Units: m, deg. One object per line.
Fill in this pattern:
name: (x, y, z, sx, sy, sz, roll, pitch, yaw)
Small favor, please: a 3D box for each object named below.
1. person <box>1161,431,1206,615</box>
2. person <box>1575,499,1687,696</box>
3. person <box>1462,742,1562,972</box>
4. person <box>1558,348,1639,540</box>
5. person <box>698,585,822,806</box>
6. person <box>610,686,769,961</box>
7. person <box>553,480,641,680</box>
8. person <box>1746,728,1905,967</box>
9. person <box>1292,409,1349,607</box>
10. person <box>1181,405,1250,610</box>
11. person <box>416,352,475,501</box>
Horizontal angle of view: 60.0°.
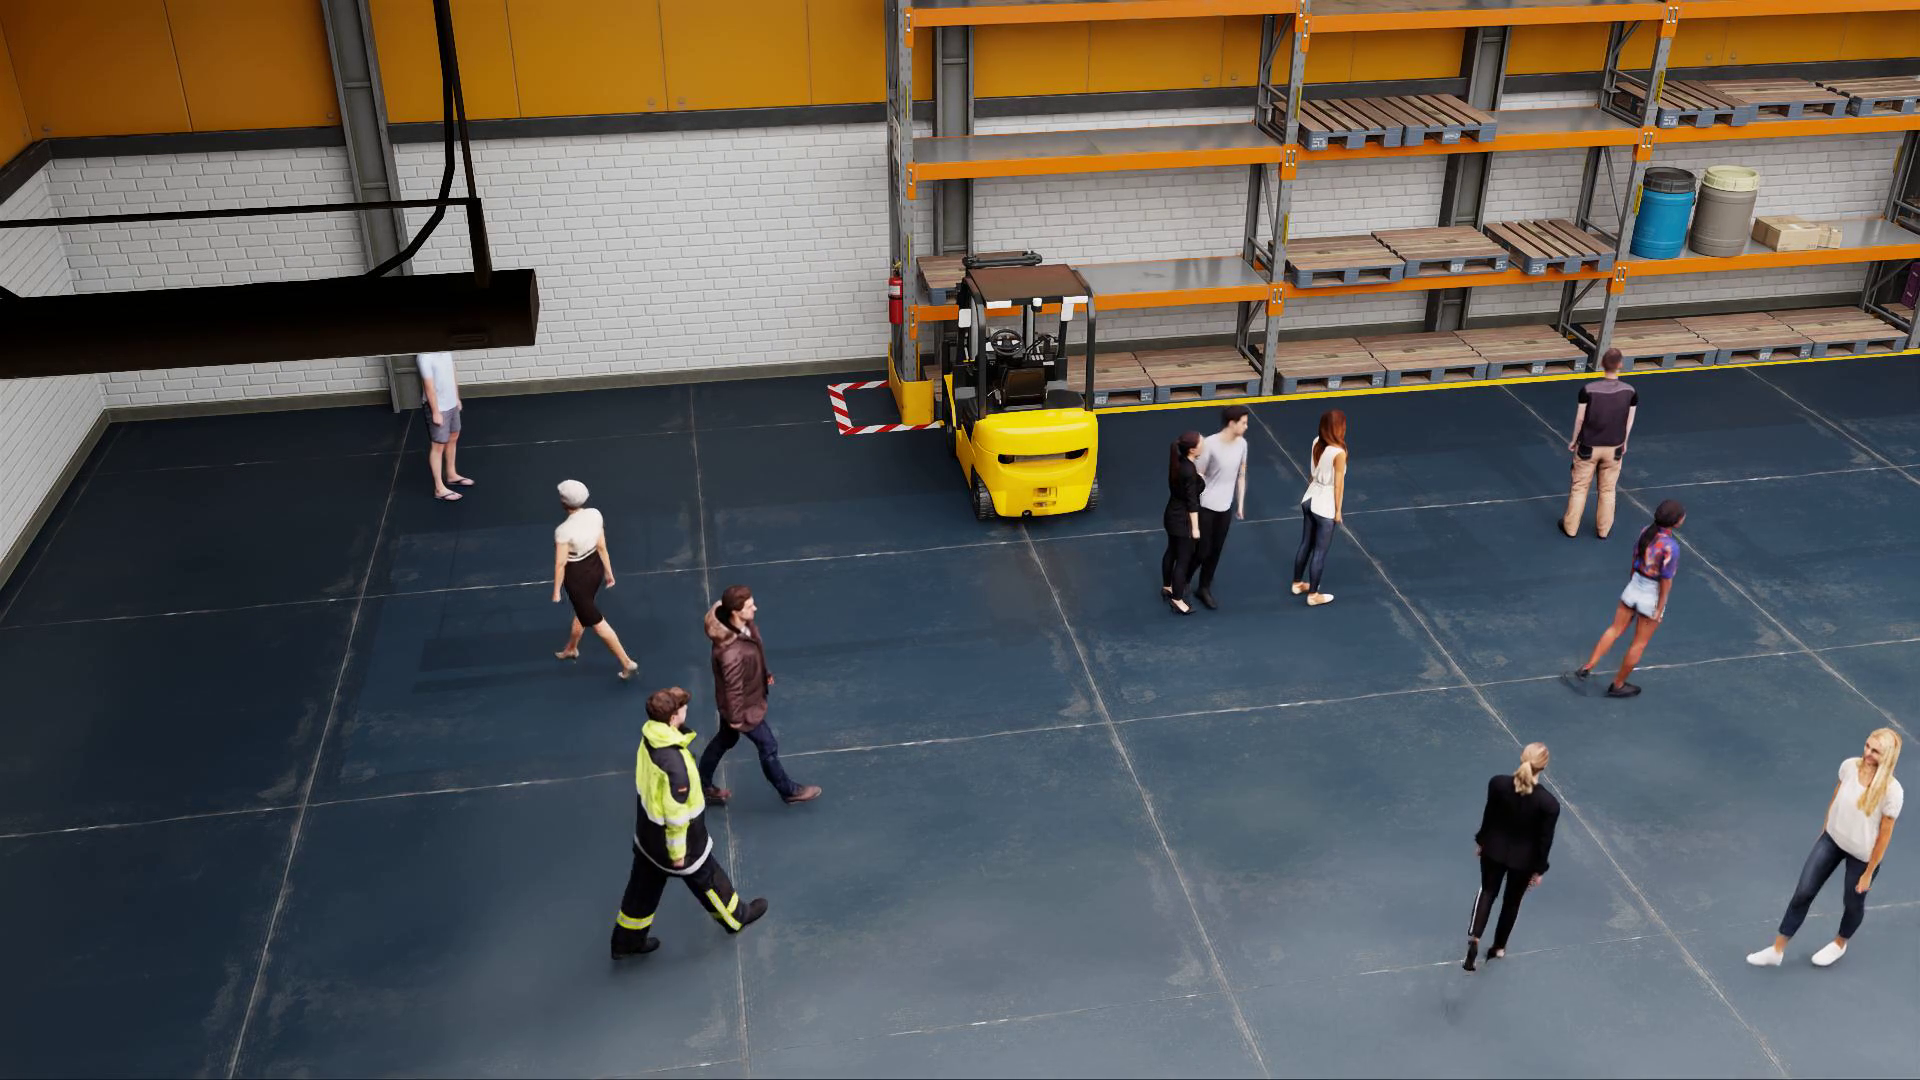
person: (1.870, -0.162, 14.099, 0.543, 1.661, 0.604, -6, 29, -11)
person: (5.251, 0.465, 12.884, 0.818, 1.725, 0.713, -11, 31, -20)
person: (3.312, 1.987, 10.128, 0.890, 1.692, 0.949, 19, 34, 31)
person: (5.854, -0.876, 15.219, 0.657, 1.841, 0.820, 5, 29, 9)
person: (-1.616, 1.118, 11.606, 1.172, 1.801, 0.800, -2, 29, -4)
person: (-1.865, 1.799, 10.222, 1.387, 1.932, 1.072, -16, 32, -26)
person: (-2.871, 0.369, 13.073, 1.167, 1.711, 1.032, 14, 32, 24)
person: (5.519, 1.896, 10.194, 1.025, 1.788, 0.792, -13, 31, -22)
person: (3.069, -0.284, 14.196, 0.598, 1.782, 0.626, -12, 31, -21)
person: (2.140, -0.303, 14.165, 0.738, 1.846, 0.882, -9, 30, -17)
person: (-5.007, -1.295, 16.002, 0.672, 1.829, 0.702, 6, 29, 10)
